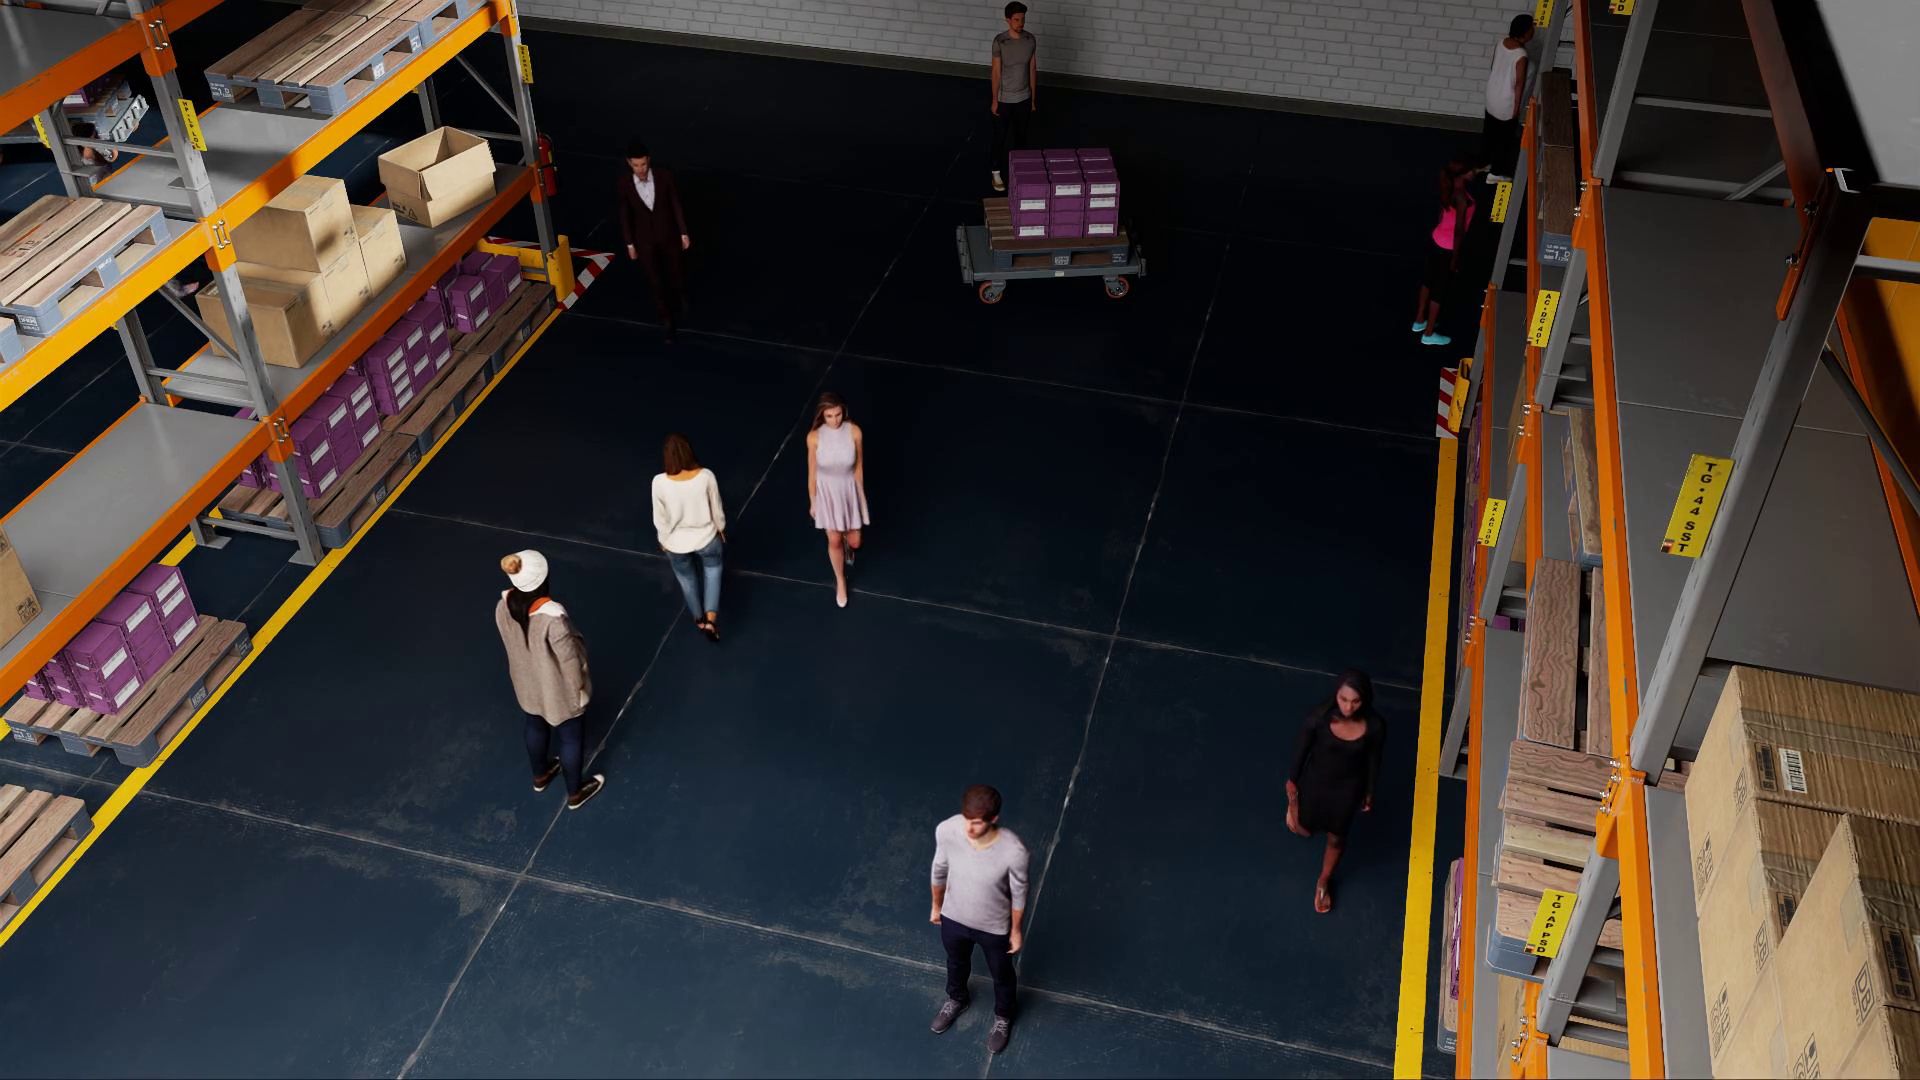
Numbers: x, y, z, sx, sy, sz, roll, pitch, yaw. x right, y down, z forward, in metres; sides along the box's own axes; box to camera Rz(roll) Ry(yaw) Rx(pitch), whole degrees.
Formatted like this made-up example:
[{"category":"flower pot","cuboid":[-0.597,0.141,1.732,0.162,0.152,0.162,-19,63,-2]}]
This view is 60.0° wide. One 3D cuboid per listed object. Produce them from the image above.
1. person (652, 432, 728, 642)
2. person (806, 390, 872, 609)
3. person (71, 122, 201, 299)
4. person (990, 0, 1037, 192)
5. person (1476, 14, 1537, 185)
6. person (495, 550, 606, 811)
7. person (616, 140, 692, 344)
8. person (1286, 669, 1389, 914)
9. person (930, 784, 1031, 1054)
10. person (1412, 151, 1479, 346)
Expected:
[{"category":"person","cuboid":[-1.763,0.038,10.985,0.782,1.674,0.875,-5,39,-6]},{"category":"person","cuboid":[-0.852,-0.335,11.383,0.724,1.759,0.858,-4,39,-4]},{"category":"person","cuboid":[-7.459,-2.763,14.441,1.071,1.738,1.041,-18,42,-21]},{"category":"person","cuboid":[0.507,-4.364,16.319,0.716,1.895,0.736,-12,40,-15]},{"category":"person","cuboid":[5.437,-4.397,16.527,0.820,1.687,0.716,-9,40,-12]},{"category":"person","cuboid":[-2.463,0.809,9.847,0.764,1.889,0.767,20,43,24]},{"category":"person","cuboid":[-2.578,-2.610,14.165,0.903,1.843,1.001,-7,39,-9]},{"category":"person","cuboid":[2.086,1.314,9.365,0.740,1.702,0.951,1,39,1]},{"category":"person","cuboid":[0.103,1.910,8.504,0.693,1.844,0.581,15,41,18]},{"category":"person","cuboid":[4.113,-2.487,14.105,0.688,1.725,0.581,-3,39,-3]}]
